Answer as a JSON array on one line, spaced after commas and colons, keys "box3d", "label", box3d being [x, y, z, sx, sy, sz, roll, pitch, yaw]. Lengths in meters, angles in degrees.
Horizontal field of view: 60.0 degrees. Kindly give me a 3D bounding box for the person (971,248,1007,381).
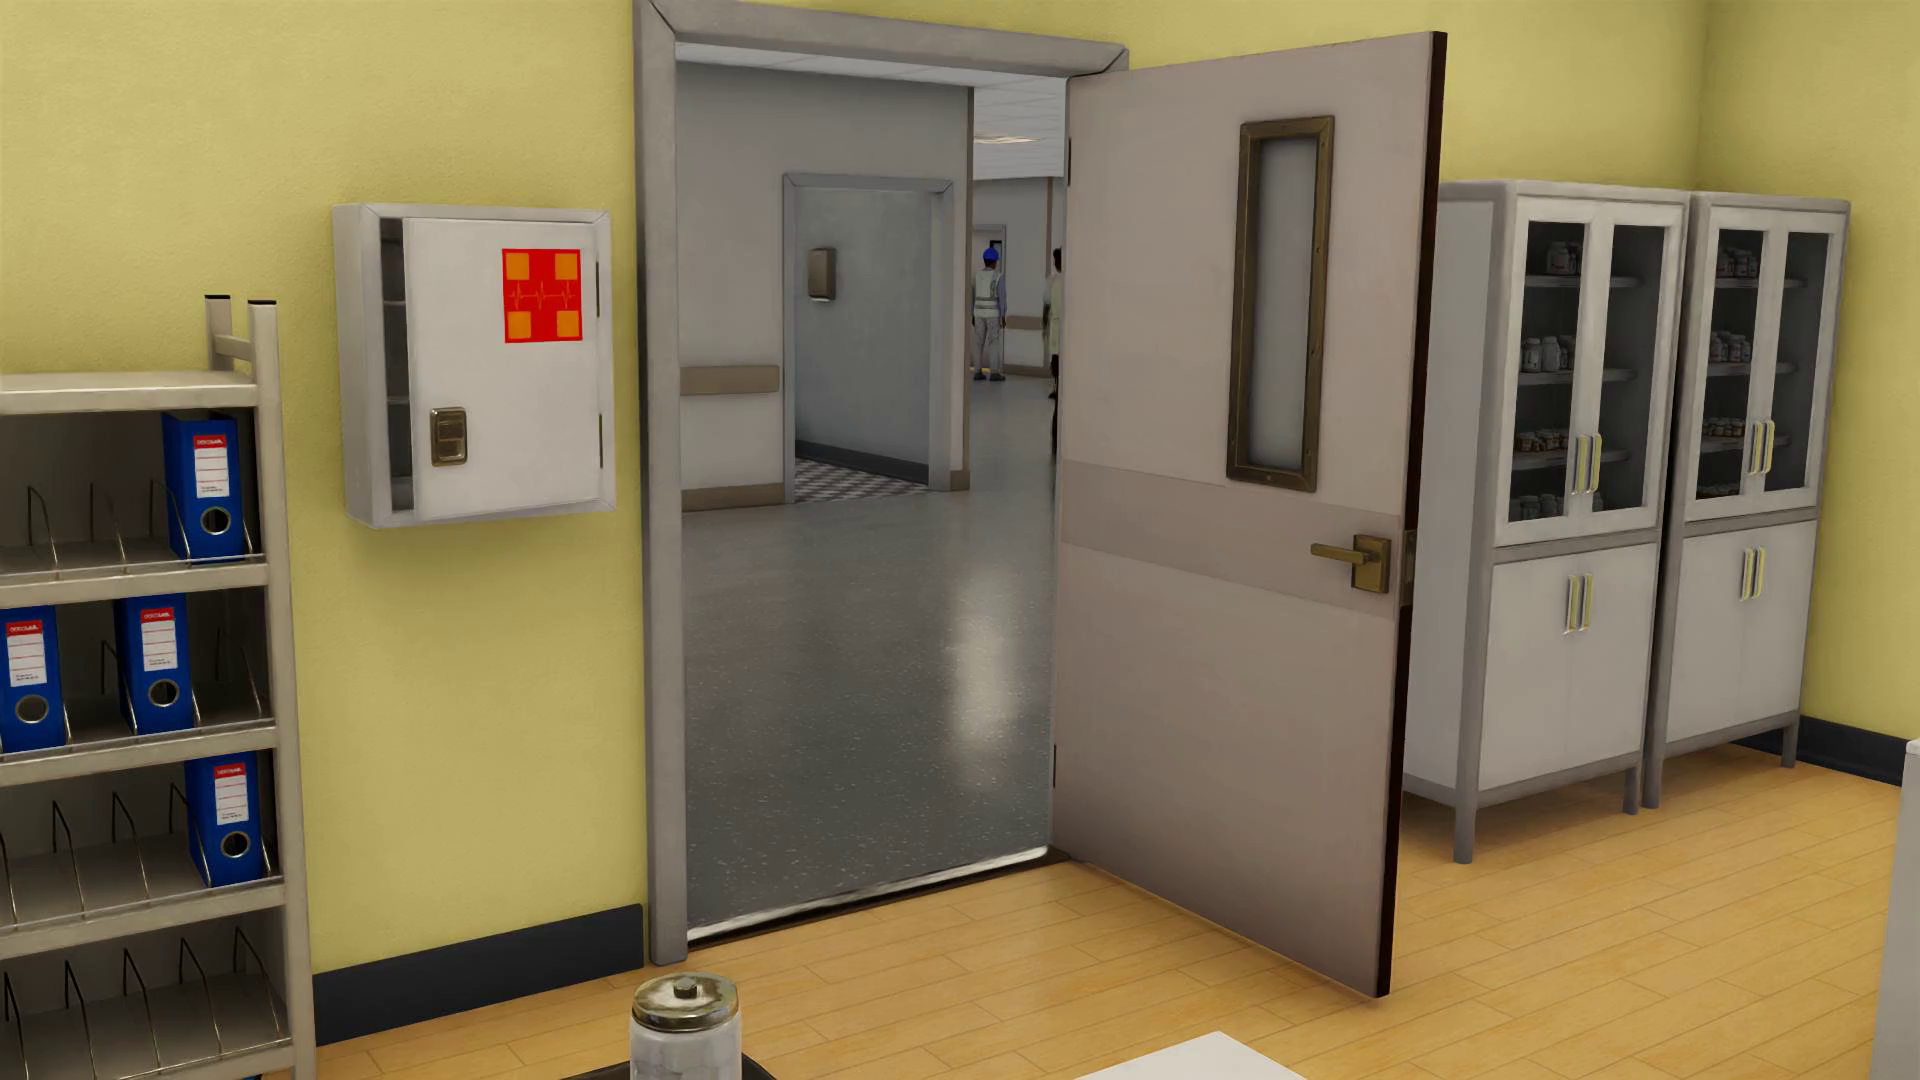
[{"box3d": [0.422, -3.312, 24.461, 0.617, 1.946, 0.396, 7, 11, 33], "label": "person"}]
